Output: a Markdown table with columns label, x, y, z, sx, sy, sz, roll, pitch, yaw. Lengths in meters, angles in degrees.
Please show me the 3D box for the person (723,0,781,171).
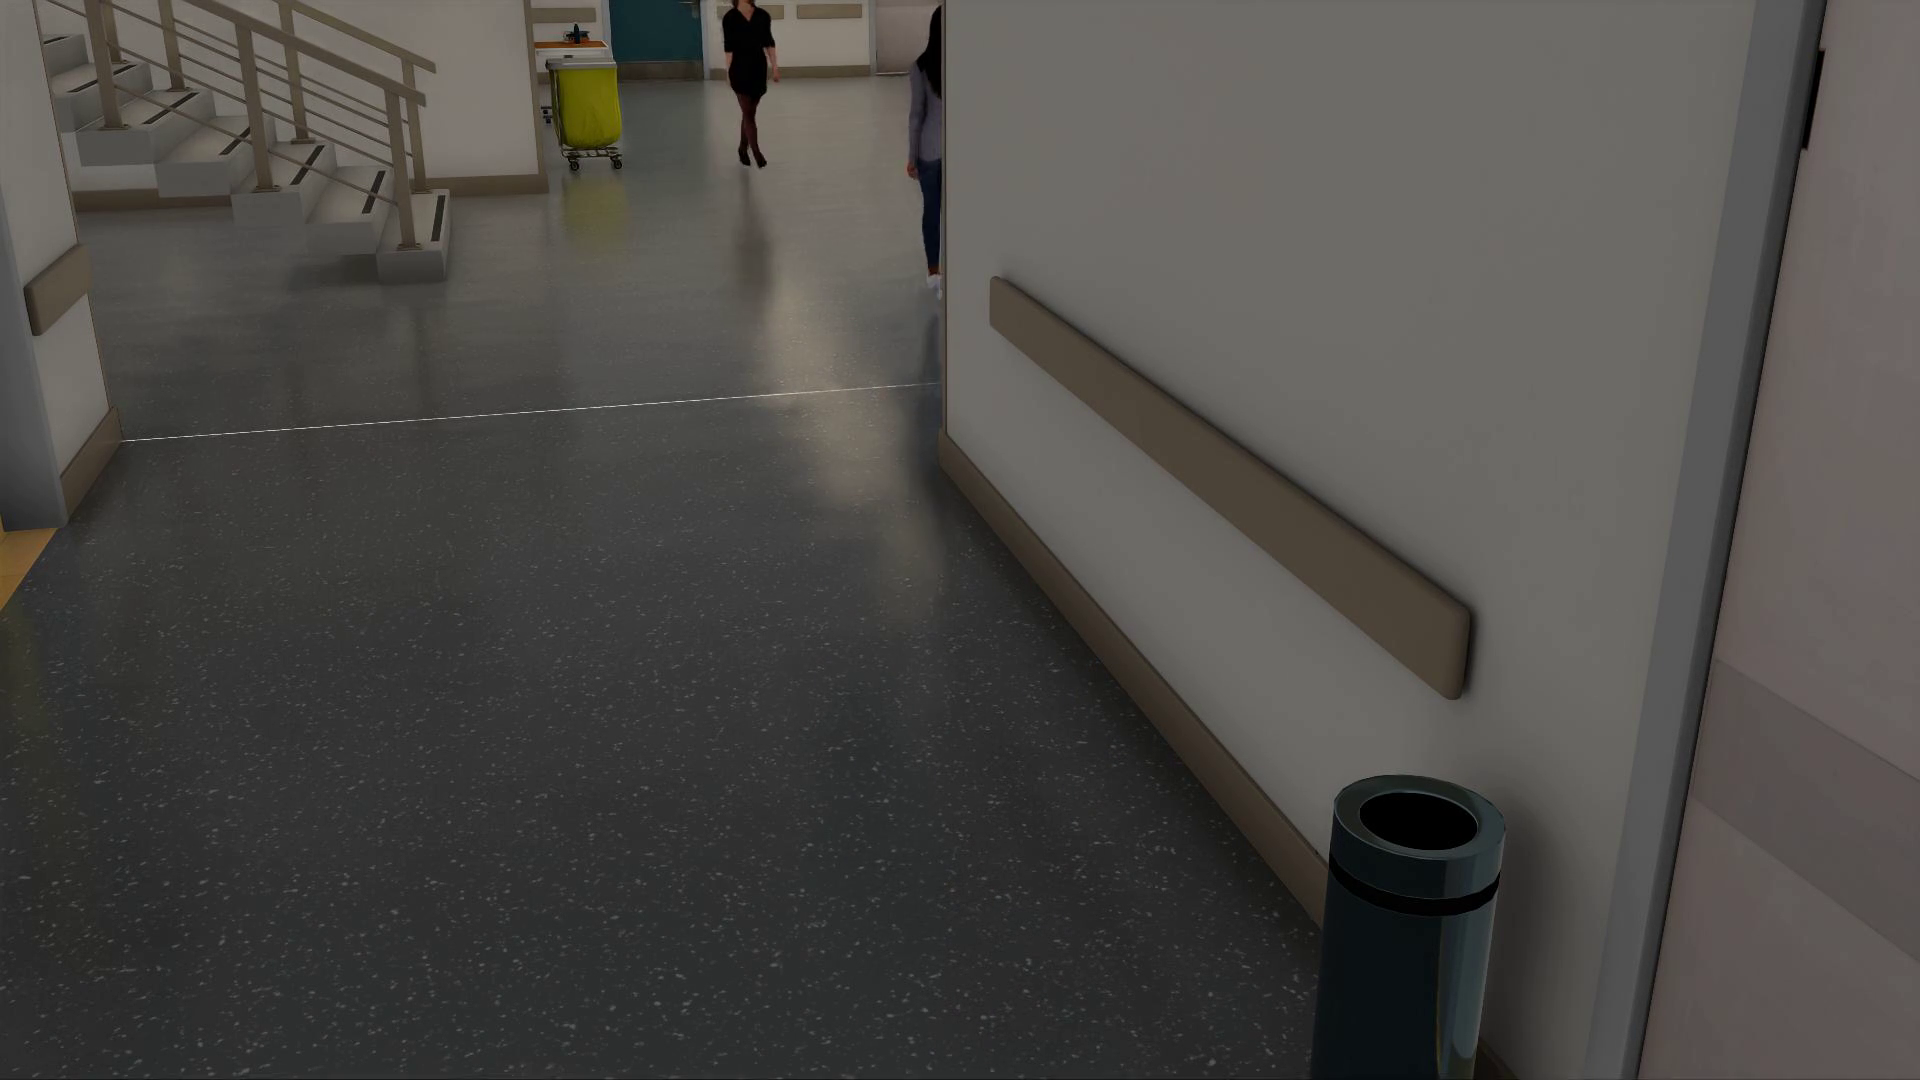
| label | x | y | z | sx | sy | sz | roll | pitch | yaw |
| --- | --- | --- | --- | --- | --- | --- | --- | --- | --- |
| person | -1.914 | -4.155 | 14.910 | 1.049 | 1.662 | 0.789 | -10 | 23 | -24 |
